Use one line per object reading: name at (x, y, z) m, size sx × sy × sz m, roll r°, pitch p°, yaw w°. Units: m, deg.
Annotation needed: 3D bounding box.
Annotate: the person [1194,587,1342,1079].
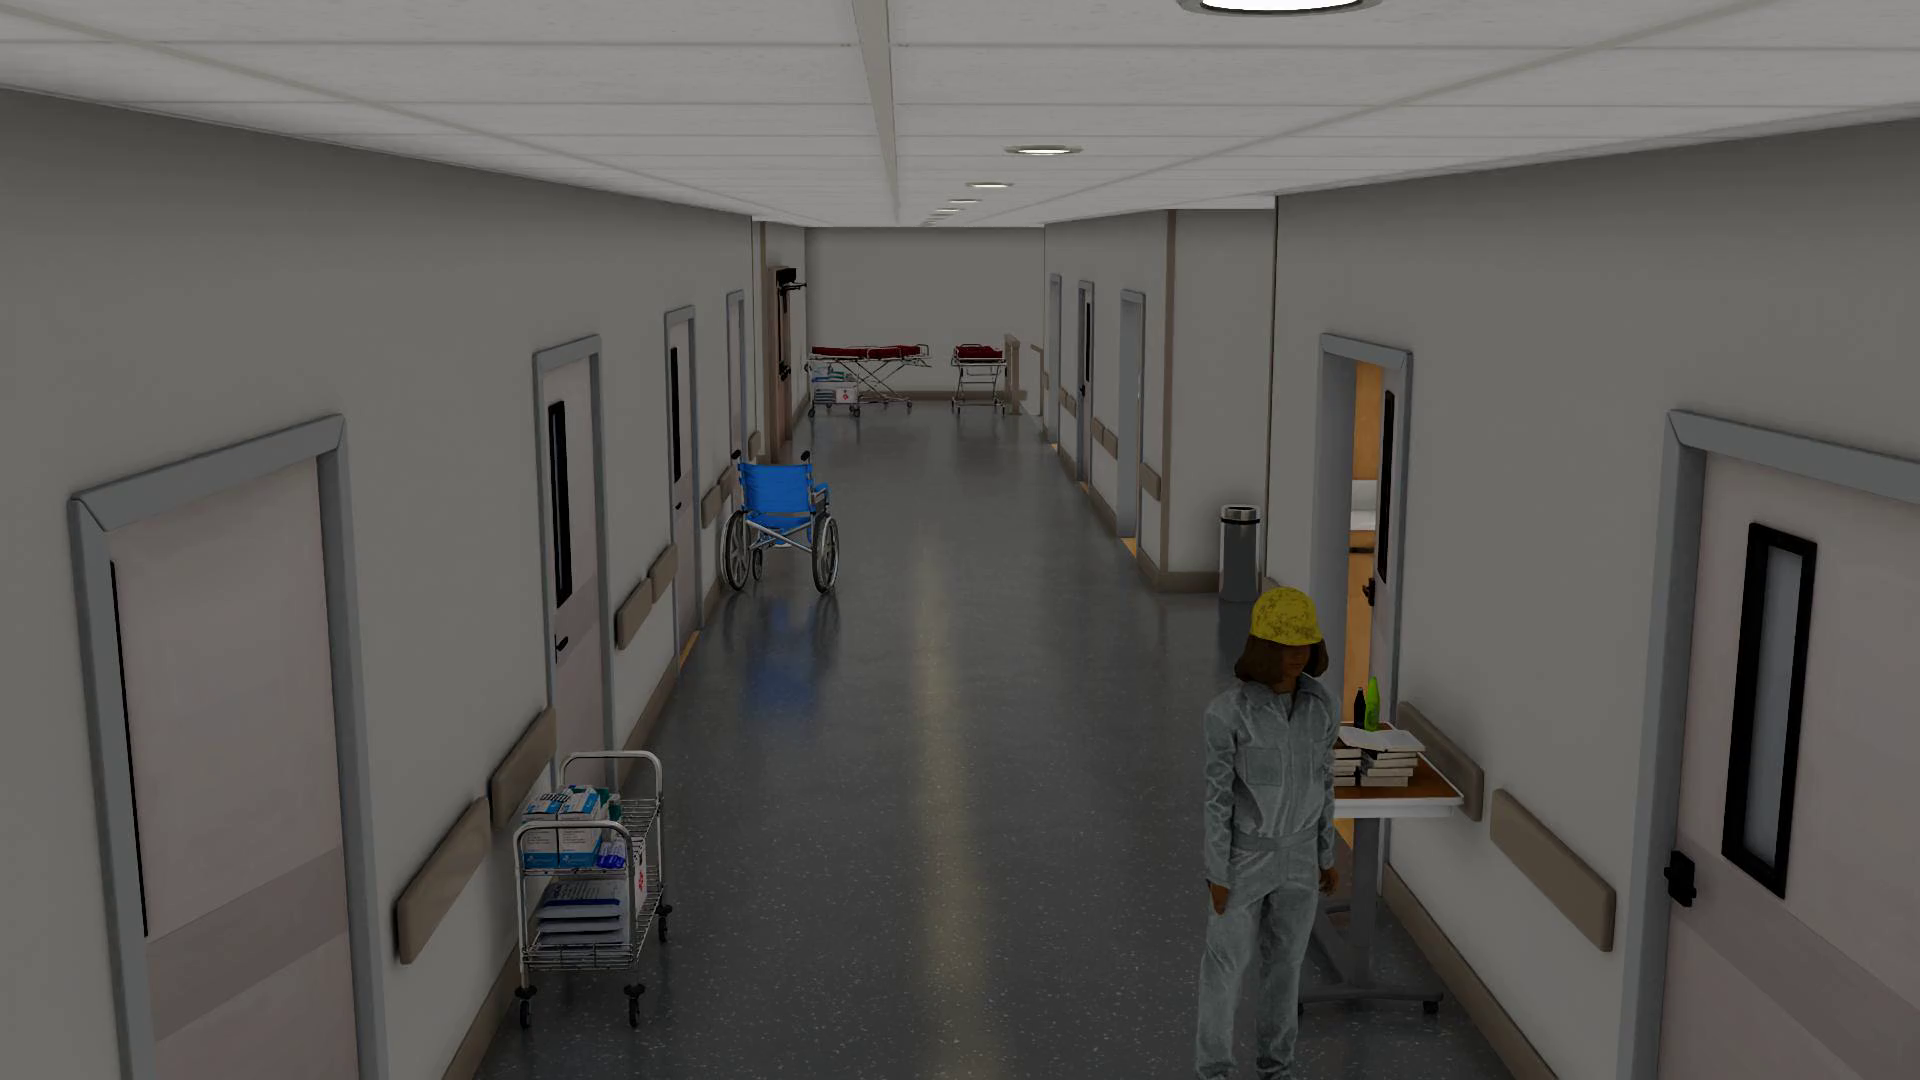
person at (0.969, 0.997, 5.135) m, size 0.486 × 1.744 × 0.311 m, roll -5°, pitch 11°, yaw -24°
